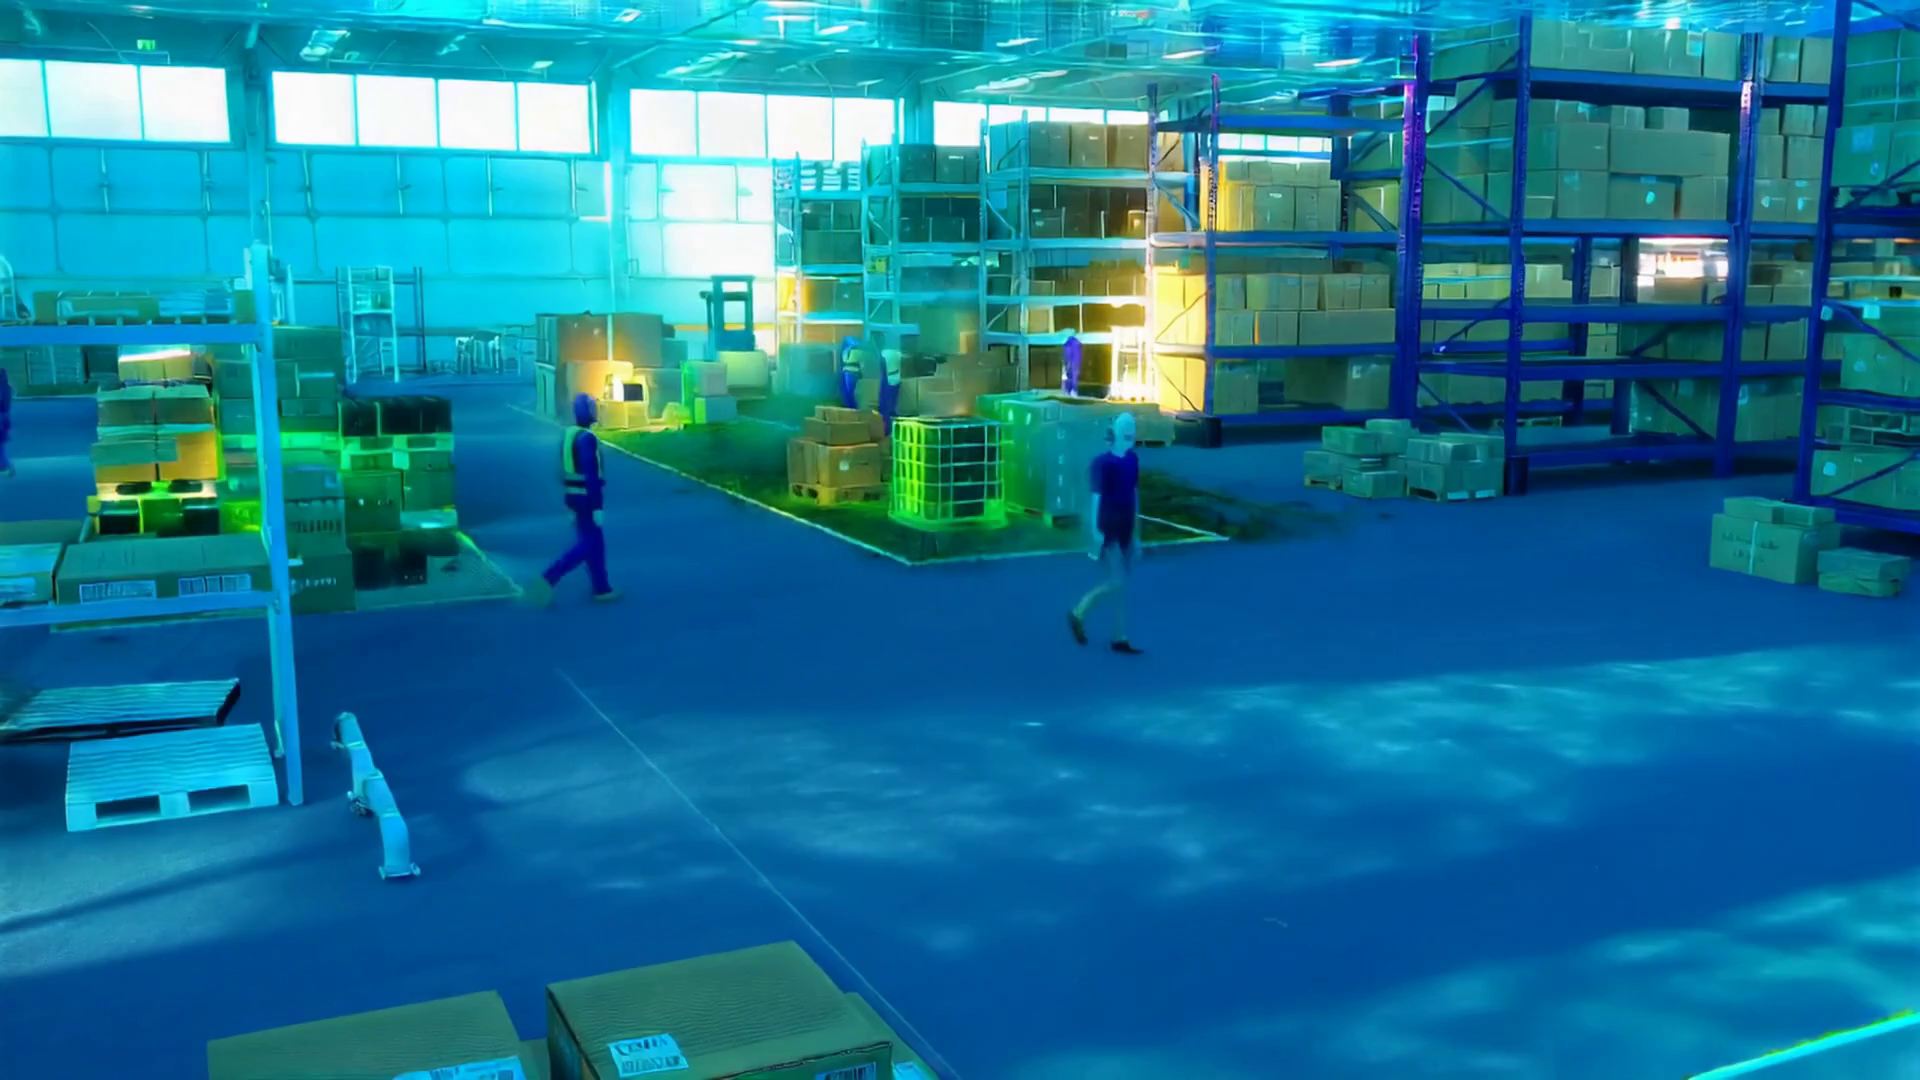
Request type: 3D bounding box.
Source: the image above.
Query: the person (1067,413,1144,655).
[{"bbox_3d":[1.140,-0.051,12.601,0.530,1.856,0.527,8,12,42],"label":"person"}]

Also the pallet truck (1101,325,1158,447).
[{"bbox_3d":[2.881,-2.596,27.923,0.823,1.965,1.885,-1,9,-7],"label":"pallet truck"}]

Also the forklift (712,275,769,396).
[{"bbox_3d":[-5.221,-4.744,38.523,1.129,2.768,1.873,-4,10,-25],"label":"forklift"}]

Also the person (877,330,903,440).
[{"bbox_3d":[-1.177,-2.650,28.542,0.480,1.908,0.586,6,11,32],"label":"person"}]

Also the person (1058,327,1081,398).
[{"bbox_3d":[2.105,-3.195,32.135,0.430,1.840,0.625,4,10,26],"label":"person"}]

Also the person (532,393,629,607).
[{"bbox_3d":[-3.283,-0.331,14.278,0.801,1.863,0.583,-5,10,-27],"label":"person"}]

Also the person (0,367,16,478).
[{"bbox_3d":[-13.516,-1.773,23.140,0.639,1.898,0.943,-3,10,-16],"label":"person"}]

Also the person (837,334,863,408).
[{"bbox_3d":[-2.294,-3.431,34.265,0.540,1.620,0.519,4,10,26],"label":"person"}]

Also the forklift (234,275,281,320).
[{"bbox_3d":[-15.632,-4.532,37.205,1.129,2.768,1.873,-4,10,-25],"label":"forklift"}]
